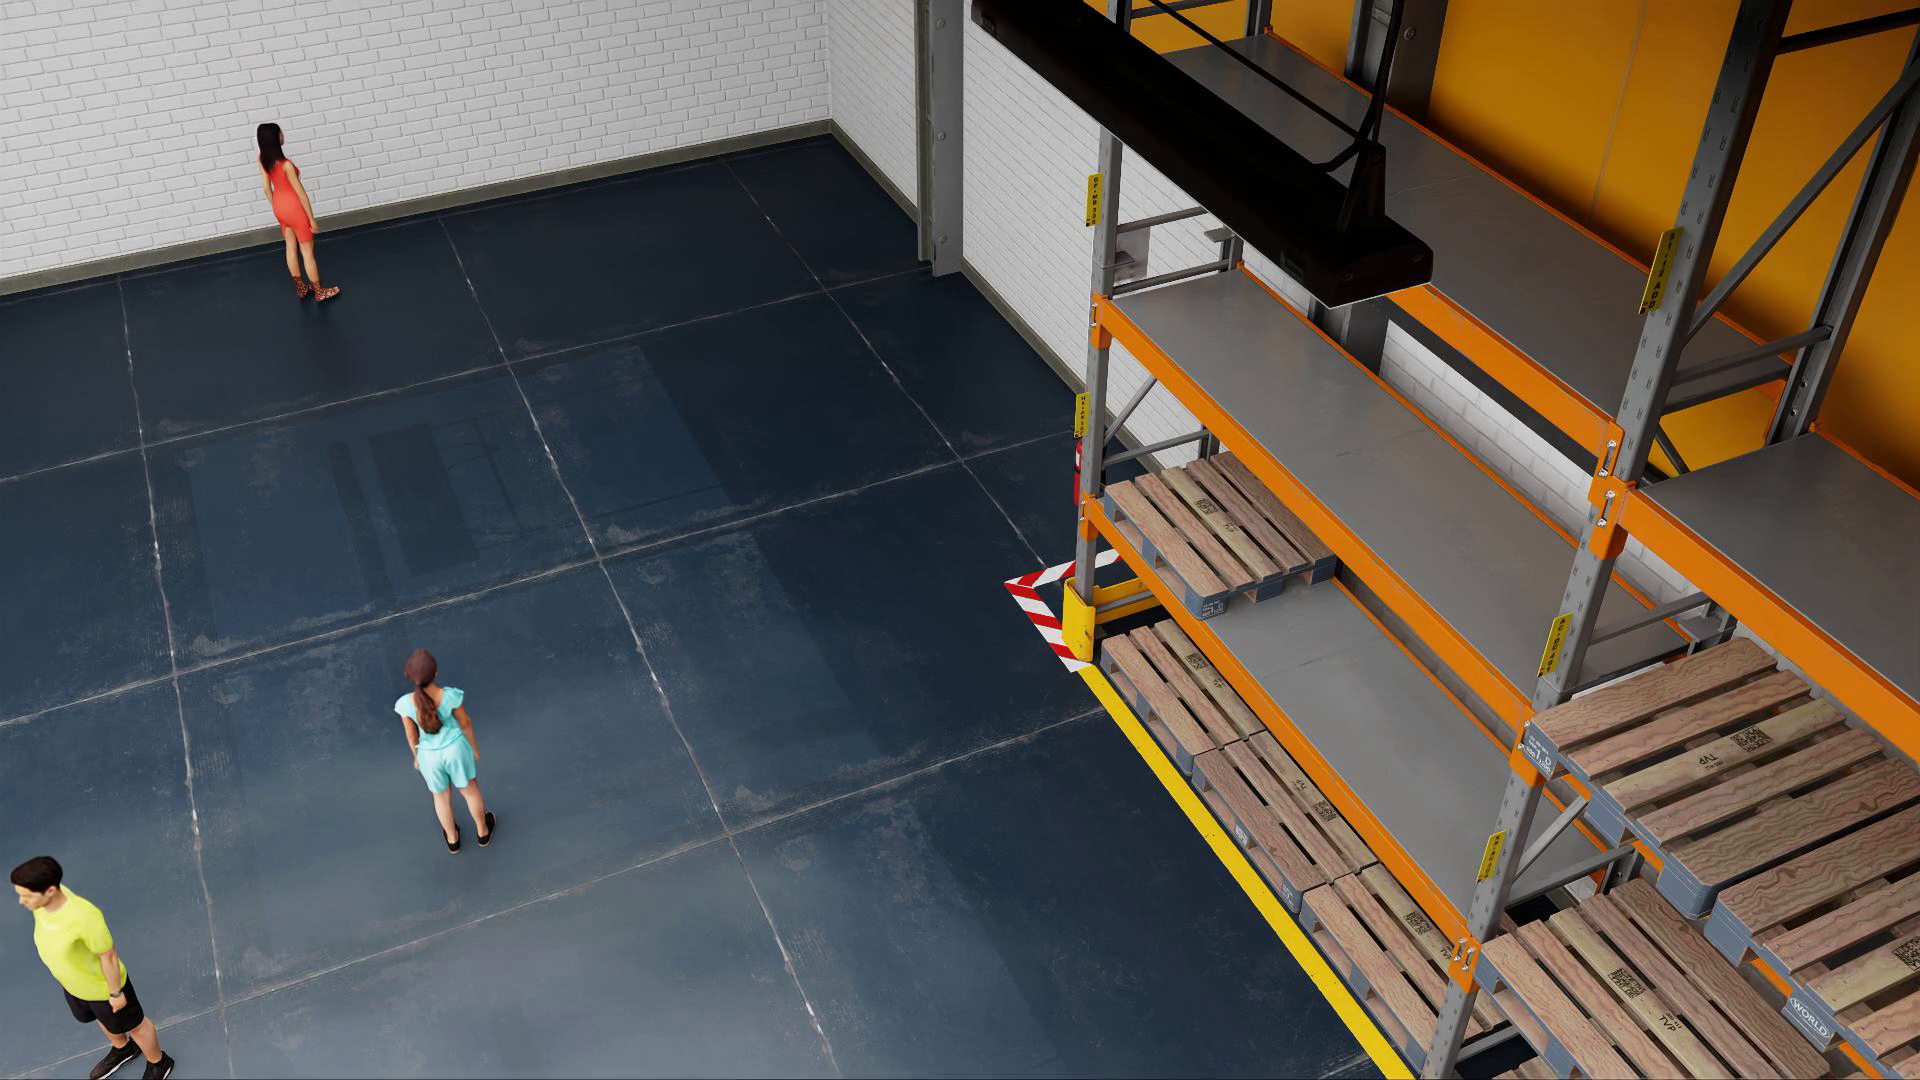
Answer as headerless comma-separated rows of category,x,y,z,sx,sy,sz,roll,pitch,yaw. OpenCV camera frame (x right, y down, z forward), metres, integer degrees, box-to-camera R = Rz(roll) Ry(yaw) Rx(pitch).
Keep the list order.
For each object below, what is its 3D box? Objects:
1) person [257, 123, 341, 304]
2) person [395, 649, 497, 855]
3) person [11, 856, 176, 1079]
person,-6.020,-2.948,14.978,0.646,1.719,0.725,16,41,19
person,-3.058,1.248,9.854,0.583,1.558,0.582,-9,40,-12
person,-4.463,2.209,8.530,0.682,1.709,0.760,16,41,19
